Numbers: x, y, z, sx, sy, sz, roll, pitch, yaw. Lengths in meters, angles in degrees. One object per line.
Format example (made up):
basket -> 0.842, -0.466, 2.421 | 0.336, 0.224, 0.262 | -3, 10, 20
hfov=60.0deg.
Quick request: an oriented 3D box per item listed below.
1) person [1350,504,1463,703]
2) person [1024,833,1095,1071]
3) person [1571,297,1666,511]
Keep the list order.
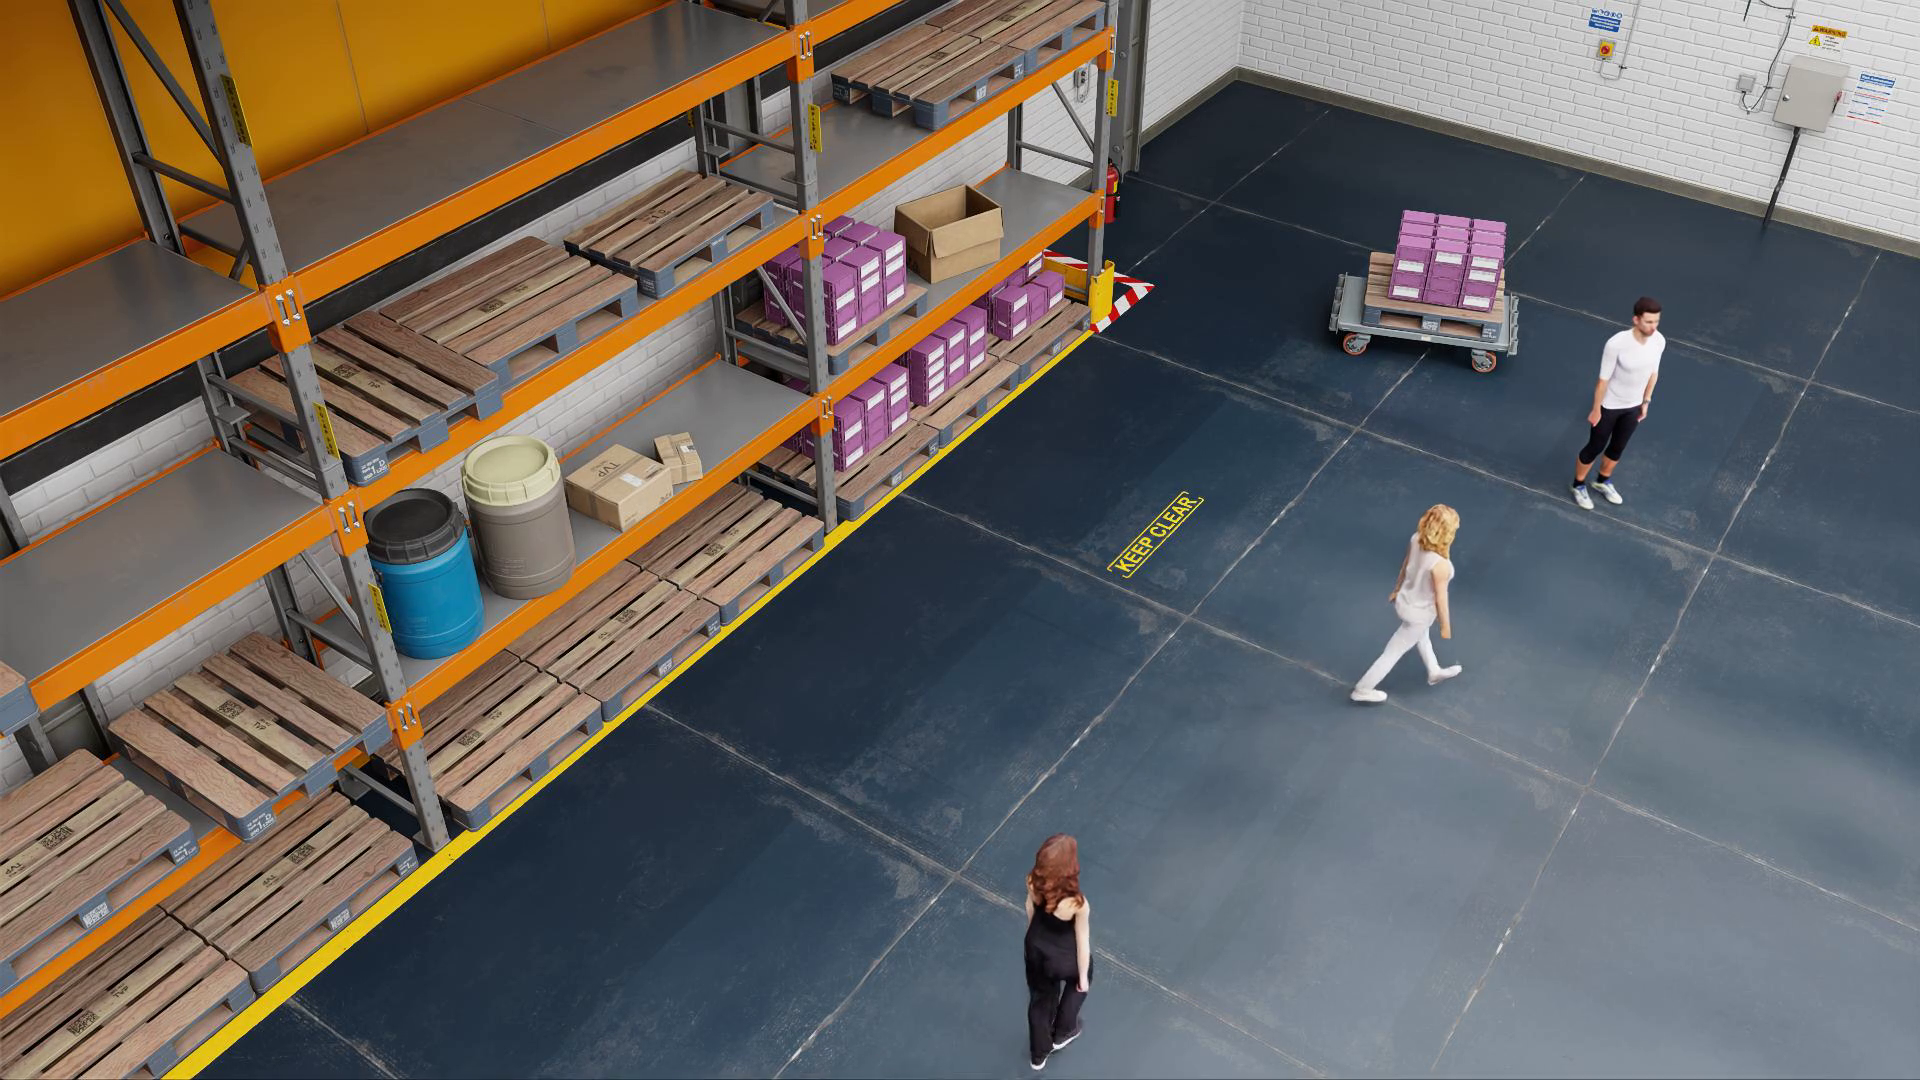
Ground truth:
person -> 2.994, 0.475, 11.193 | 1.141, 1.624, 1.077 | -6, 39, -8
person -> 0.451, 2.261, 8.867 | 0.612, 1.736, 0.643 | 22, 44, 25
person -> 5.135, -1.083, 12.964 | 0.720, 1.848, 0.793 | -8, 39, -10
